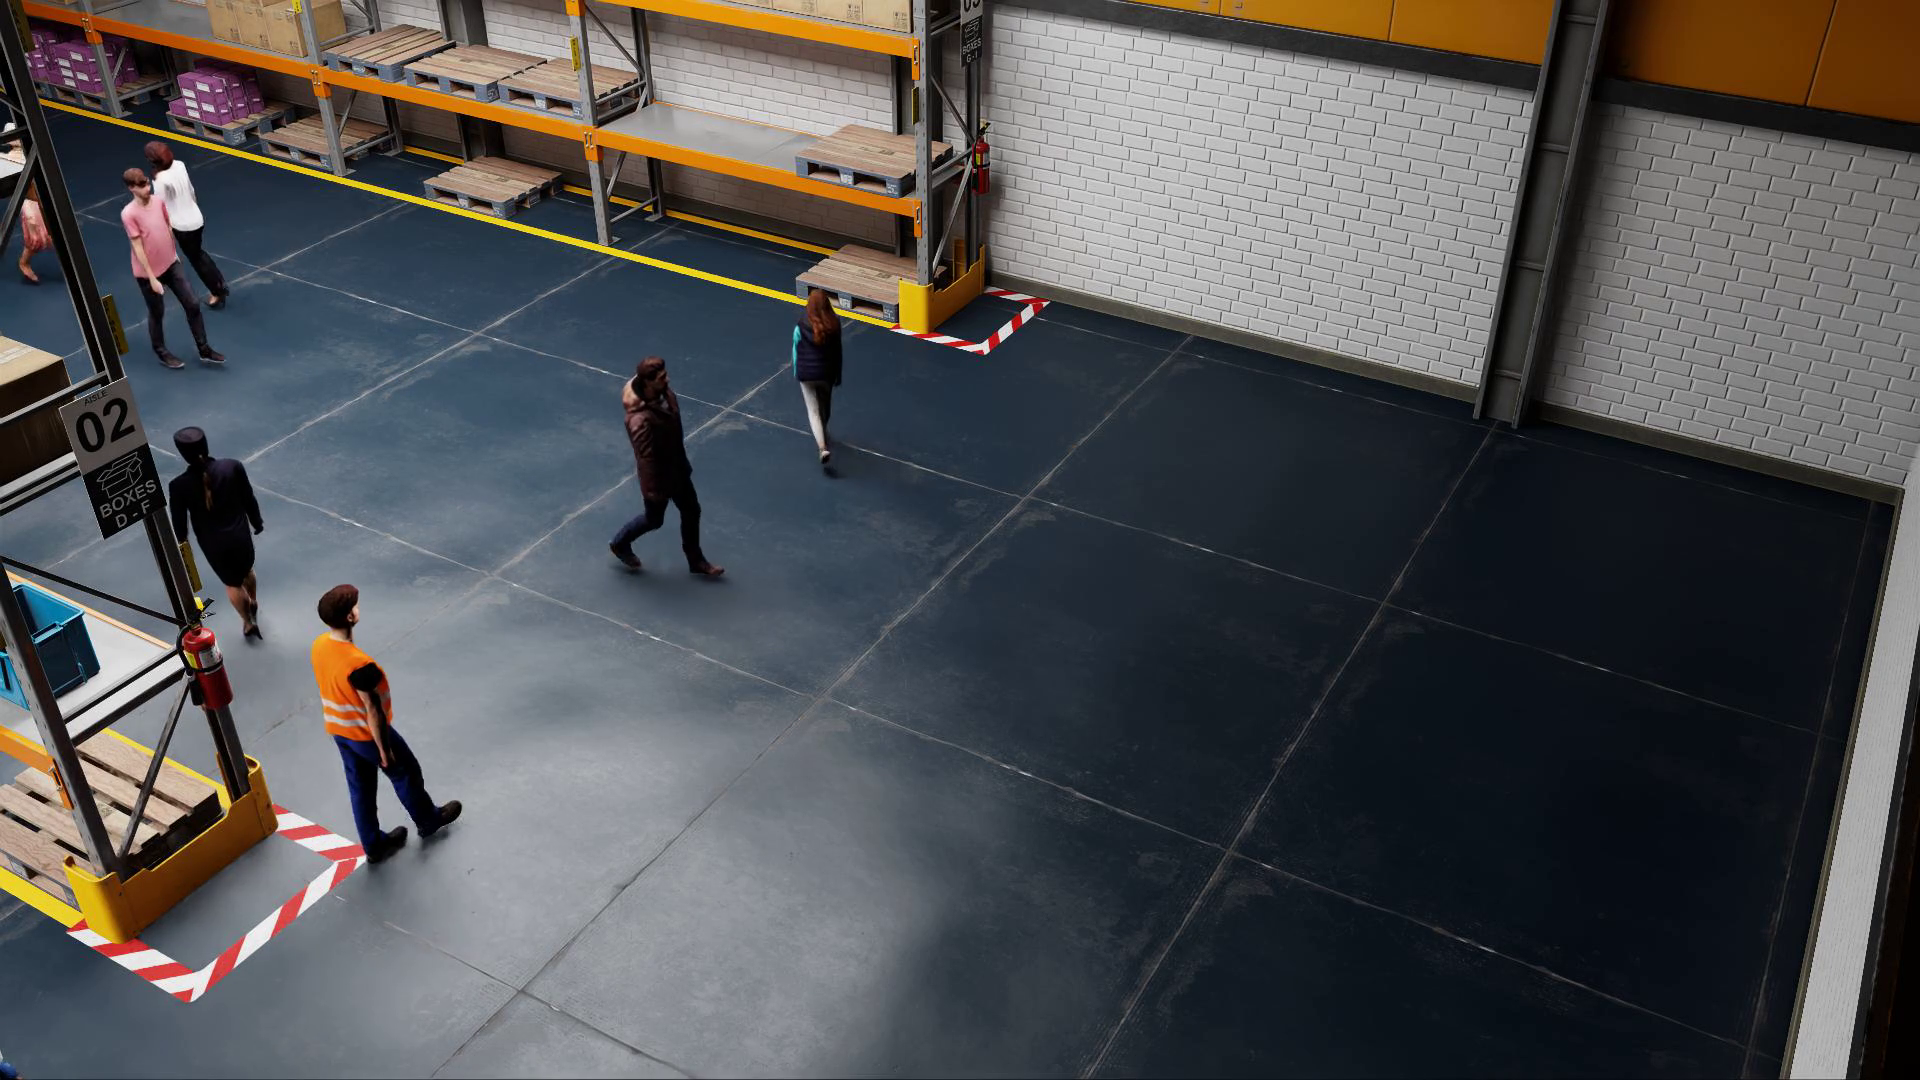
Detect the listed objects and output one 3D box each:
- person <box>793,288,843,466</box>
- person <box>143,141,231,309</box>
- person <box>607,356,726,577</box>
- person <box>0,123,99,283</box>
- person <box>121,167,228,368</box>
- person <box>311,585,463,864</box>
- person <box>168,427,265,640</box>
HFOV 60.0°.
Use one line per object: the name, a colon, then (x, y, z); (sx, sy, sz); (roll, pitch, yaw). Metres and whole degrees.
person: (-1.165, -1.331, 13.731); (0.946, 1.469, 1.015); (-9, 35, -13)
person: (-7.334, -2.977, 15.945); (0.662, 1.761, 0.696); (11, 35, 15)
person: (-2.260, -0.513, 12.188); (1.215, 1.817, 0.926); (10, 35, 14)
person: (-9.242, -3.311, 16.538); (1.094, 1.660, 0.801); (8, 34, 12)
person: (-7.306, -2.457, 15.010); (0.934, 1.929, 0.755); (14, 36, 21)
person: (-3.522, 1.137, 9.656); (0.826, 1.871, 0.802); (21, 39, 28)
person: (-5.087, 0.008, 11.541); (0.870, 1.664, 0.932); (-24, 40, -31)
